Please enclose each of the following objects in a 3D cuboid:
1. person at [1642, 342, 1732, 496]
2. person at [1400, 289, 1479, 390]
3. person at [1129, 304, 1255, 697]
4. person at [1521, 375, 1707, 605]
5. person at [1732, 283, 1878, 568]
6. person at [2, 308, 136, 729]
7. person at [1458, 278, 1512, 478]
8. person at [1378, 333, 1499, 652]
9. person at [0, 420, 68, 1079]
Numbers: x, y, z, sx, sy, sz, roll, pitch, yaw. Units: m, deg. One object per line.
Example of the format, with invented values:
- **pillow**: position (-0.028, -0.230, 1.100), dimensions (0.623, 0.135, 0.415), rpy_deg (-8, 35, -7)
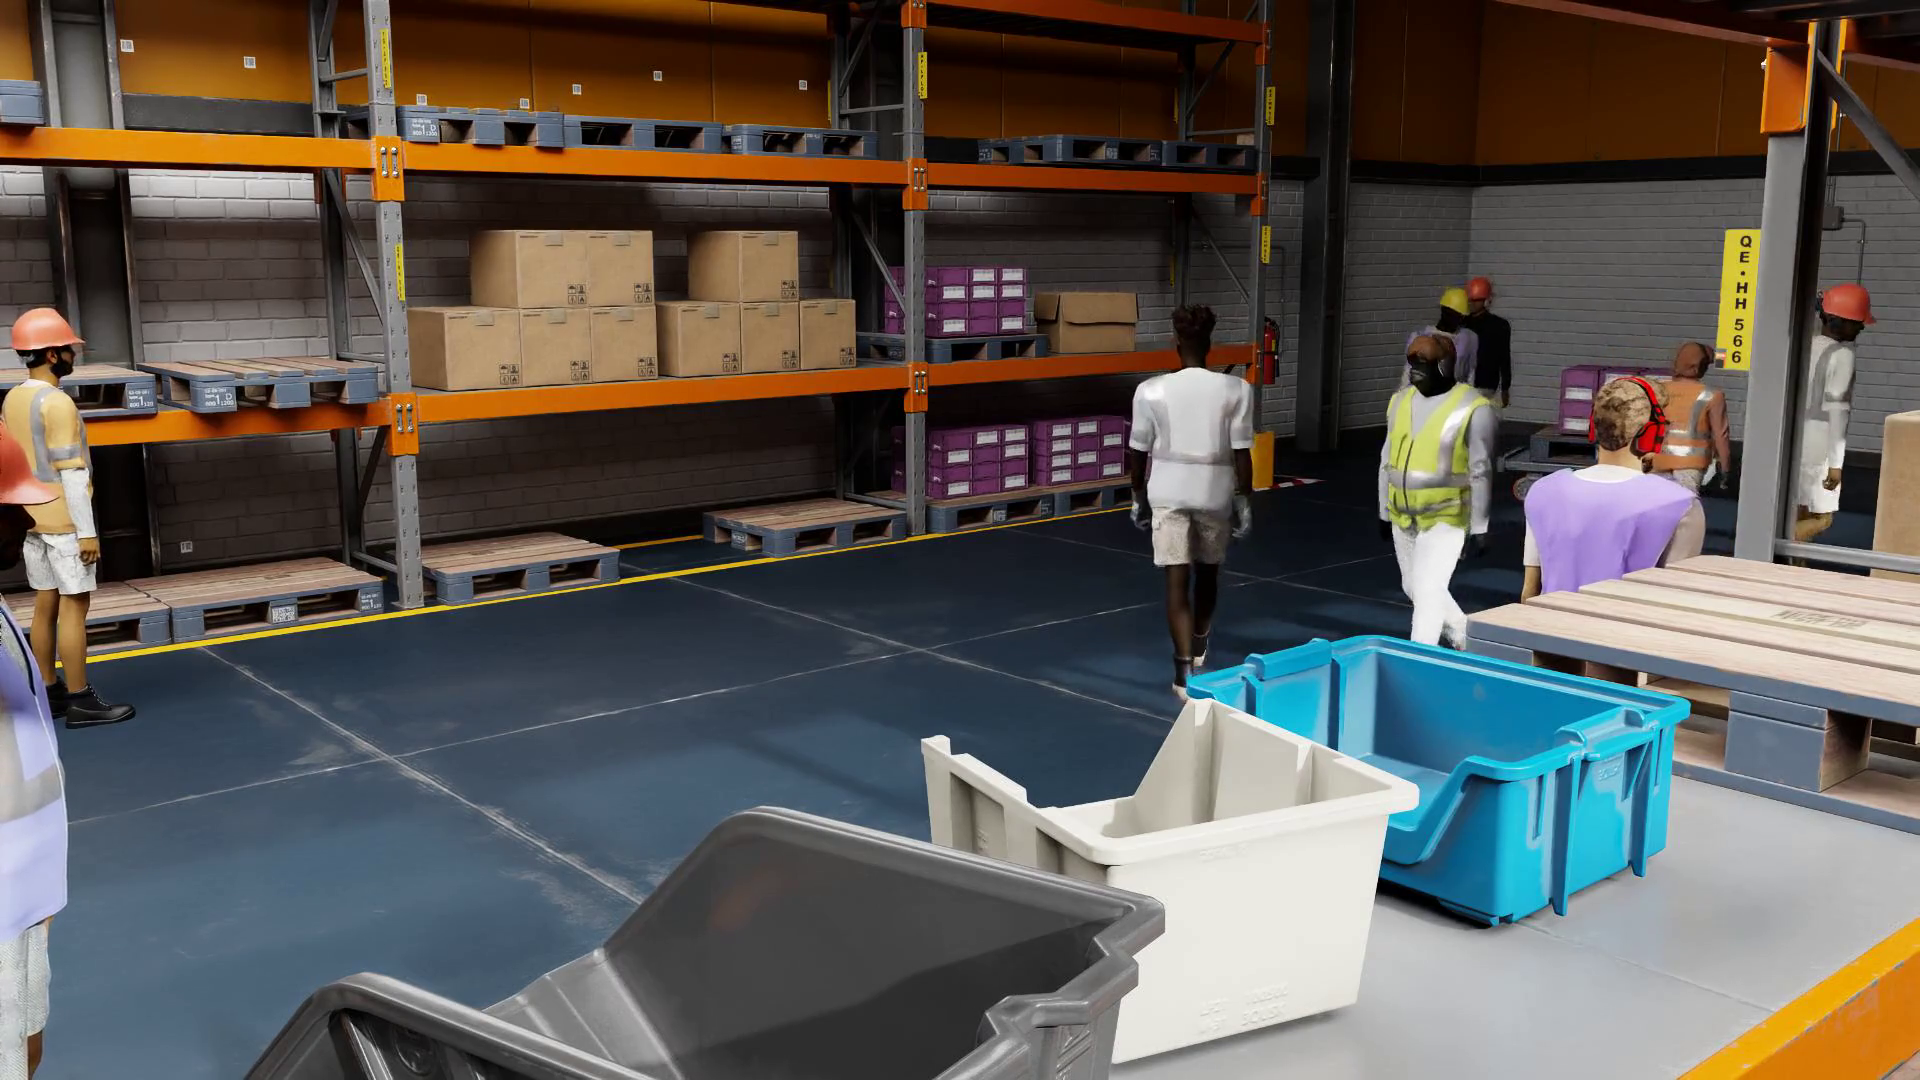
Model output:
- **person**: position (4.710, -0.462, 10.710), dimensions (0.803, 1.597, 0.534), rpy_deg (-6, 12, -31)
- **person**: position (4.008, -1.171, 13.971), dimensions (0.643, 1.853, 1.008), rpy_deg (2, 10, 9)
- **person**: position (1.162, -0.225, 8.448), dimensions (0.618, 1.921, 0.977), rpy_deg (1, 10, 4)
- **person**: position (1.951, 0.430, 5.038), dimensions (0.390, 1.842, 0.565), rpy_deg (-9, 13, -40)
- **person**: position (5.059, -0.542, 10.045), dimensions (0.745, 2.008, 0.706), rpy_deg (0, 10, -3)
- **person**: position (-4.161, -0.096, 7.703), dimensions (0.545, 1.942, 0.353), rpy_deg (7, 12, 35)
- **person**: position (4.708, -1.442, 15.311), dimensions (1.085, 1.925, 0.650), rpy_deg (-9, 14, -42)
- **person**: position (2.394, -0.128, 8.289), dimensions (0.830, 1.816, 0.642), rpy_deg (-7, 12, -35)
- **person**: position (-1.881, 0.701, 3.252), dimensions (0.358, 1.936, 0.552), rpy_deg (-3, 11, -19)
